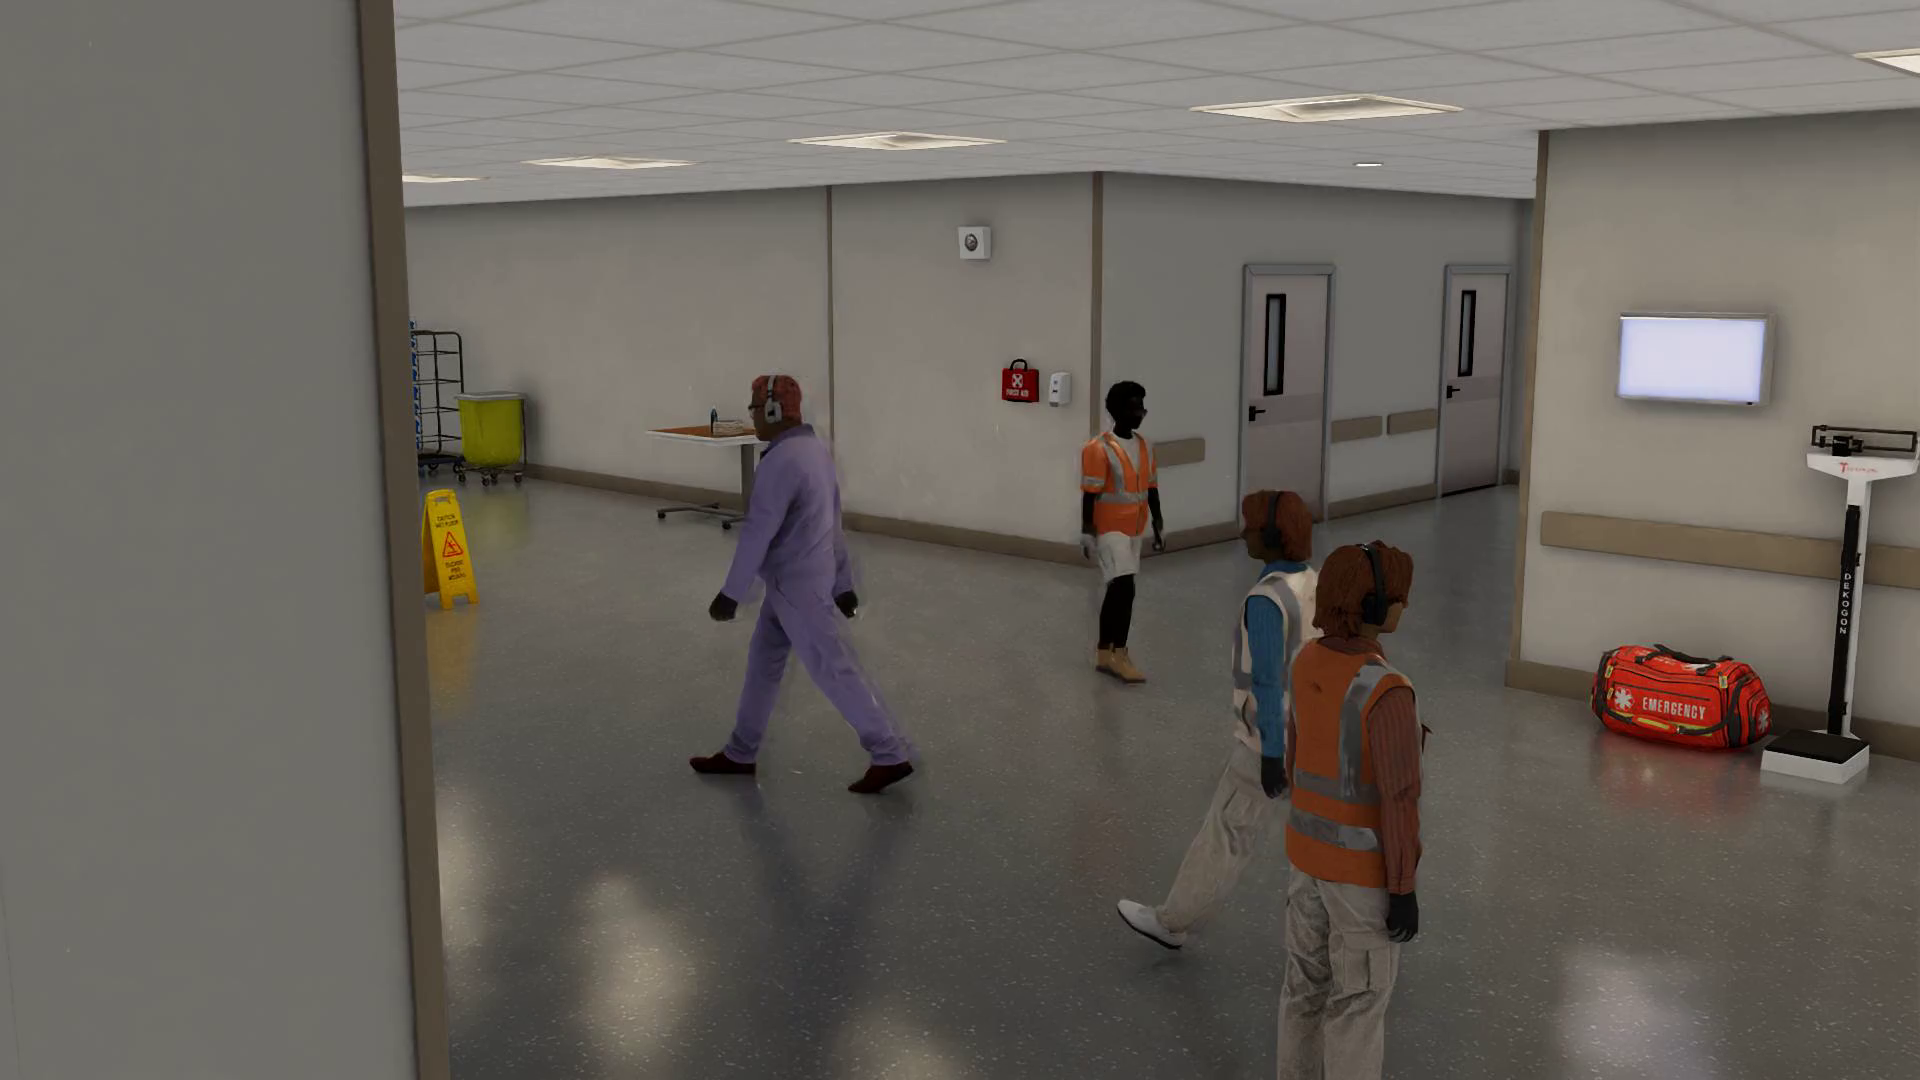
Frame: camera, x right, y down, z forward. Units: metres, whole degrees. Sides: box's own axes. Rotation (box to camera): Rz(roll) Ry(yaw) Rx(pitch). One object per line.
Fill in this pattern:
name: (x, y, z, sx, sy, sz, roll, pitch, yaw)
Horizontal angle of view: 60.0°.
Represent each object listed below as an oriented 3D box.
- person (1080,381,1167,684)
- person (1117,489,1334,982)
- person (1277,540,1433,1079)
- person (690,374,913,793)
person: (0.958, -0.039, 9.226, 0.591, 1.675, 0.557, 9, 13, 44)
person: (0.963, 0.626, 5.398, 0.864, 1.590, 0.542, 6, 11, 32)
person: (0.969, 0.815, 4.141, 0.308, 1.641, 0.515, -3, 10, -19)
person: (-0.688, 0.194, 7.348, 1.043, 1.850, 0.637, 1, 9, 5)
